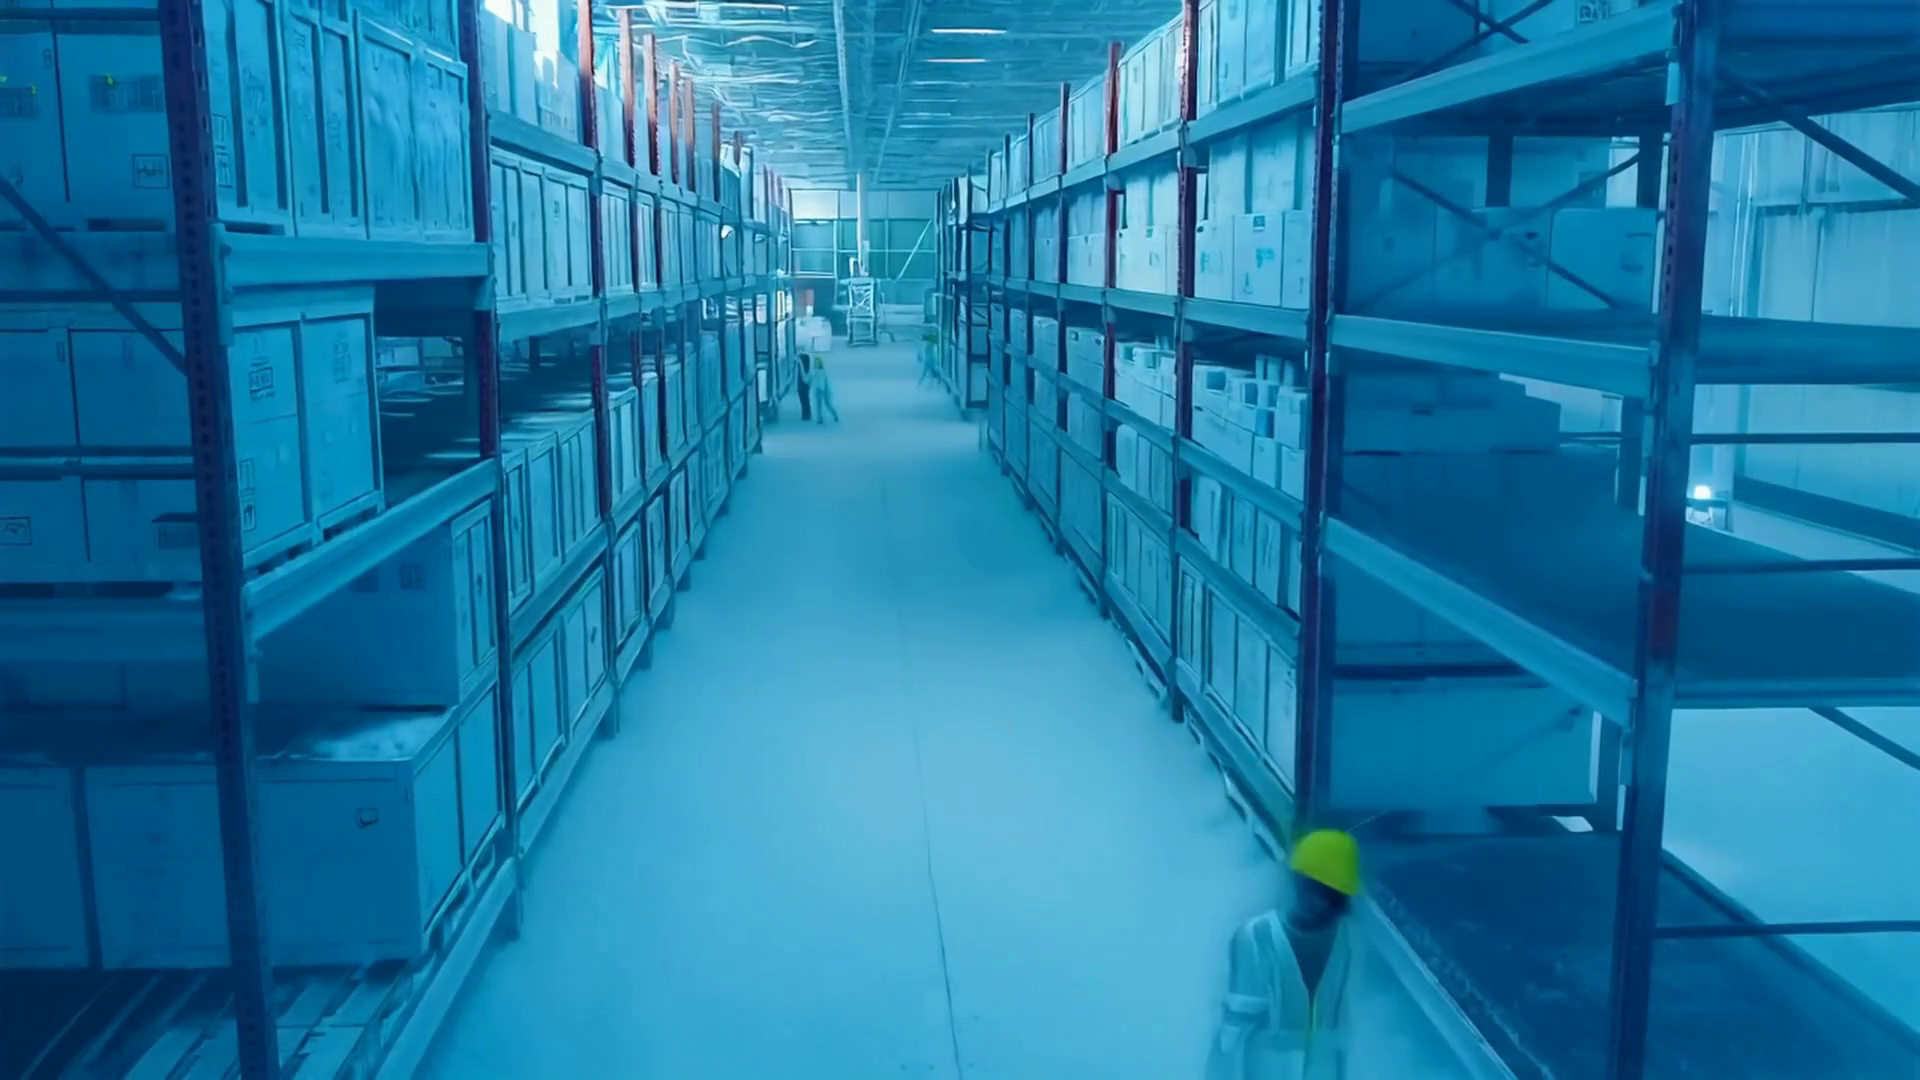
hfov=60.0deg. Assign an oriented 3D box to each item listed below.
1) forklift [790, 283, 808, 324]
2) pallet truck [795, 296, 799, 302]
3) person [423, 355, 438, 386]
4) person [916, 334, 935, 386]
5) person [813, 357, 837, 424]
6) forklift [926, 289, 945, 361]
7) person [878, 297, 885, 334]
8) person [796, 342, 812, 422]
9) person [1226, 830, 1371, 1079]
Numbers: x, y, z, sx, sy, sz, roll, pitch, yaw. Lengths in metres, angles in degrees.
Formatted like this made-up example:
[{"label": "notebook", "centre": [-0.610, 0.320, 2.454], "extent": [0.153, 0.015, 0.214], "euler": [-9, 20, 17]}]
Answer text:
[{"label": "forklift", "centre": [-7.778, -10.929, 79.749], "extent": [1.129, 2.768, 1.873], "euler": [-6, 11, -30]}, {"label": "pallet truck", "centre": [-8.622, -12.439, 91.403], "extent": [1.885, 1.965, 0.823], "euler": [2, 10, 13]}, {"label": "person", "centre": [-10.717, -2.798, 33.882], "extent": [1.002, 1.989, 0.638], "euler": [1, 10, 5]}, {"label": "person", "centre": [-1.055, -5.590, 51.677], "extent": [0.535, 1.583, 0.880], "euler": [-9, 13, -43]}, {"label": "person", "centre": [-3.216, -3.548, 39.474], "extent": [0.519, 1.605, 0.558], "euler": [9, 13, 44]}, {"label": "forklift", "centre": [-0.820, -8.149, 63.143], "extent": [1.129, 2.768, 1.873], "euler": [-1, 10, -3]}, {"label": "person", "centre": [-4.228, -12.040, 89.199], "extent": [0.358, 1.937, 0.636], "euler": [-1, 10, -4]}, {"label": "person", "centre": [-3.755, -3.787, 39.956], "extent": [0.372, 1.916, 0.597], "euler": [2, 10, 12]}, {"label": "person", "centre": [1.194, 1.936, 5.943], "extent": [0.569, 1.867, 1.032], "euler": [-2, 10, -10]}]
